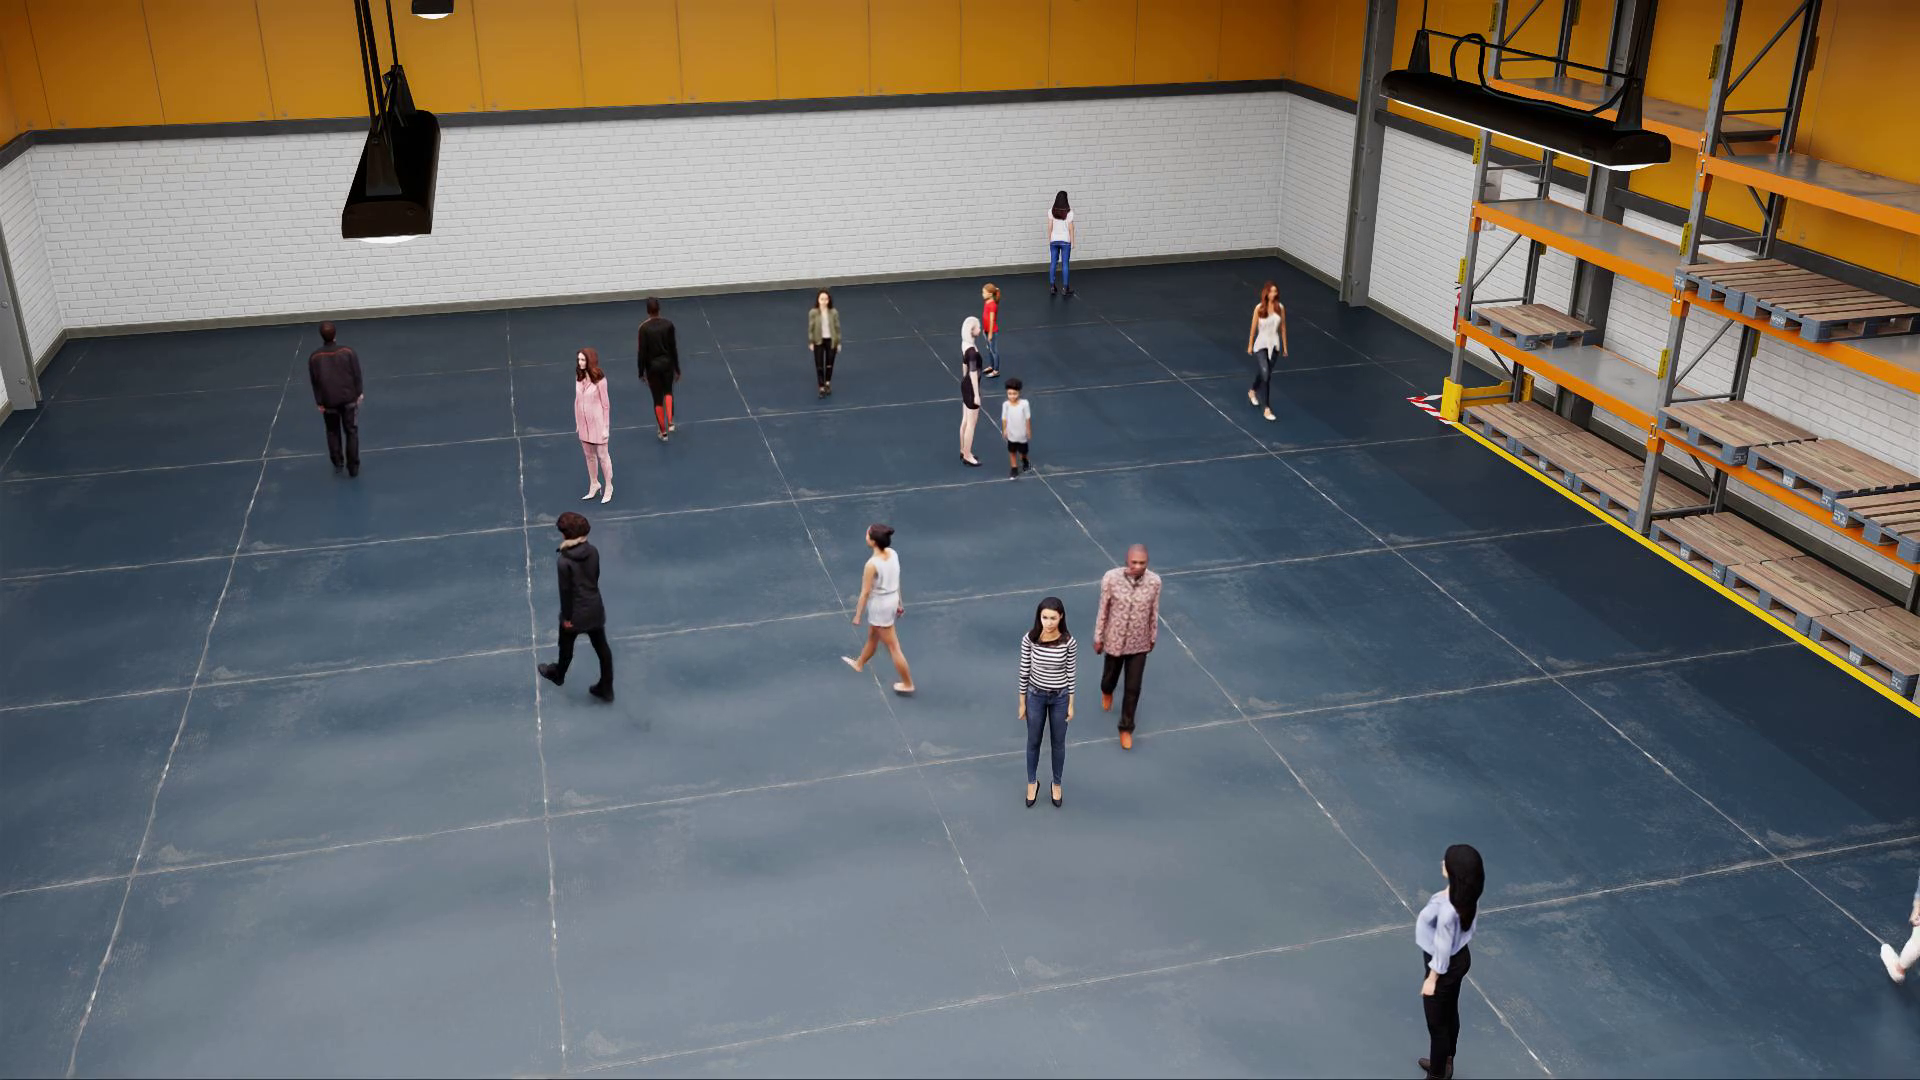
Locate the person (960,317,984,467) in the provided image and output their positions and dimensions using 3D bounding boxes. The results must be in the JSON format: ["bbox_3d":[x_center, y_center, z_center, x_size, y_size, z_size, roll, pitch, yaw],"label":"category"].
[{"bbox_3d":[0.115,-1.774,19.806,0.629,1.831,0.413,-6,24,-14],"label":"person"}]

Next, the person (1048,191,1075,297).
[{"bbox_3d":[1.625,-4.798,26.908,0.682,1.684,0.729,11,26,24],"label":"person"}]

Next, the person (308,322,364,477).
[{"bbox_3d":[-7.266,-1.619,19.466,0.744,1.821,0.799,-8,25,-17],"label":"person"}]

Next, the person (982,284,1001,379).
[{"bbox_3d":[0.433,-2.916,23.076,0.525,1.306,0.409,-7,25,-16],"label":"person"}]

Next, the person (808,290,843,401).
[{"bbox_3d":[-1.809,-2.643,22.264,0.654,1.456,0.844,-4,24,-8],"label":"person"}]

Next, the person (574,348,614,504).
[{"bbox_3d":[-4.129,-1.304,18.776,0.672,1.796,0.723,12,26,25],"label":"person"}]

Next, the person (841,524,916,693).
[{"bbox_3d":[-0.608,0.637,14.626,1.098,1.564,1.014,14,27,30],"label":"person"}]

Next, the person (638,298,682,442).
[{"bbox_3d":[-3.691,-2.086,20.567,0.706,1.794,0.676,-9,25,-20],"label":"person"}]

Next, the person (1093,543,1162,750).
[{"bbox_3d":[1.387,0.811,13.962,0.901,1.777,1.123,2,24,5],"label":"person"}]

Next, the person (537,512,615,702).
[{"bbox_3d":[-3.216,0.625,14.428,1.119,1.744,0.994,17,29,34],"label":"person"}]

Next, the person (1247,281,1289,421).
[{"bbox_3d":[3.939,-2.495,21.561,0.629,1.749,1.096,-7,24,-15],"label":"person"}]

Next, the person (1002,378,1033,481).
[{"bbox_3d":[0.682,-1.324,19.512,0.645,1.243,0.739,4,24,10],"label":"person"}]

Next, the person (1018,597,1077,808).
[{"bbox_3d":[0.681,1.259,12.912,0.631,1.797,0.577,1,24,3],"label":"person"}]

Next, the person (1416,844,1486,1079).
[{"bbox_3d":[2.916,2.575,9.967,0.775,1.744,0.732,15,28,31],"label":"person"}]
